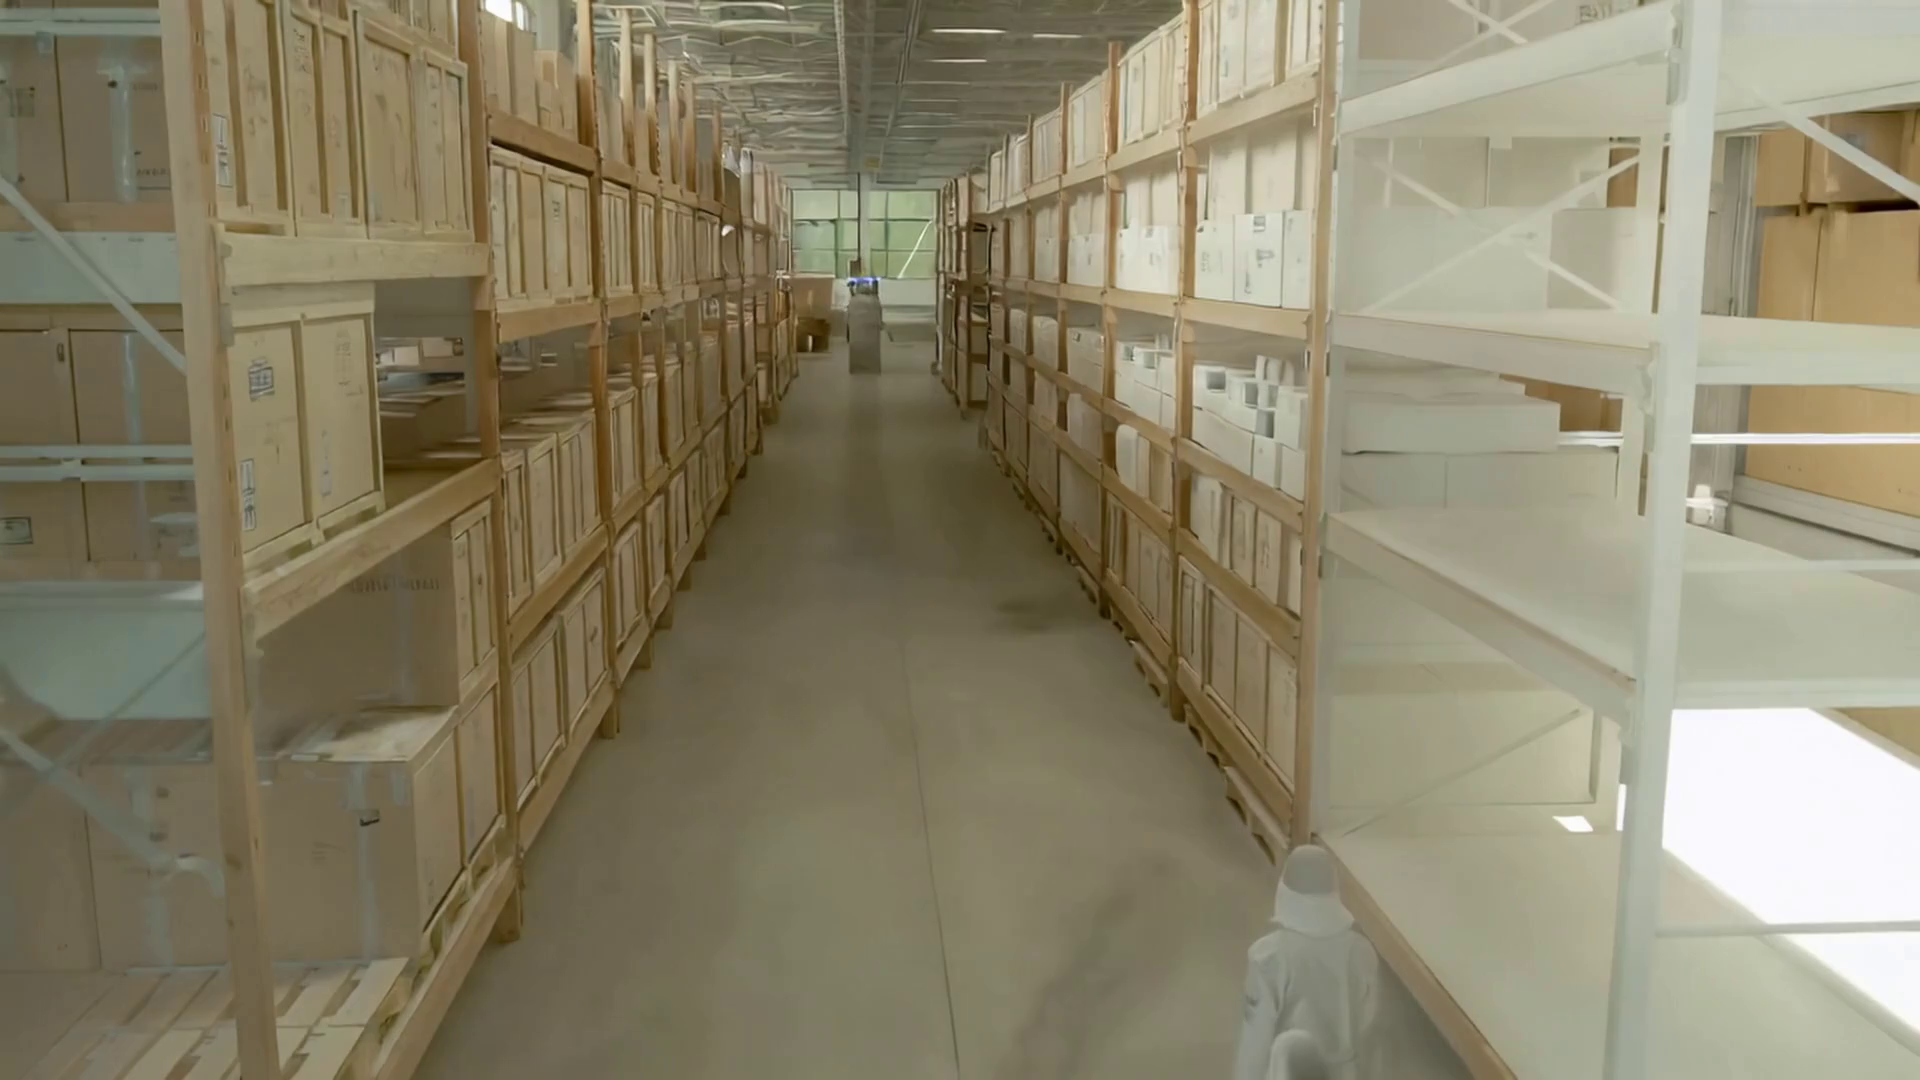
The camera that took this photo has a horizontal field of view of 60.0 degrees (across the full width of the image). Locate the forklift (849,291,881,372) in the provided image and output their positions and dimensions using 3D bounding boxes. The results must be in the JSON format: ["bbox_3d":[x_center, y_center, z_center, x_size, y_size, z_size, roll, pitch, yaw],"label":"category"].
[{"bbox_3d":[-3.344,-7.351,58.380,1.129,2.768,1.873,-1,10,-3],"label":"forklift"}]

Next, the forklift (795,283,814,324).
[{"bbox_3d":[-7.391,-10.742,78.637,1.129,2.768,1.873,-1,10,-4],"label":"forklift"}]

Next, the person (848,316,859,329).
[{"bbox_3d":[-4.373,-8.537,69.242,0.534,1.600,0.749,-1,10,-5],"label":"person"}]

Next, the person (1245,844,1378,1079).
[{"bbox_3d":[1.277,1.962,6.132,0.487,1.746,0.289,-1,10,-5],"label":"person"}]
